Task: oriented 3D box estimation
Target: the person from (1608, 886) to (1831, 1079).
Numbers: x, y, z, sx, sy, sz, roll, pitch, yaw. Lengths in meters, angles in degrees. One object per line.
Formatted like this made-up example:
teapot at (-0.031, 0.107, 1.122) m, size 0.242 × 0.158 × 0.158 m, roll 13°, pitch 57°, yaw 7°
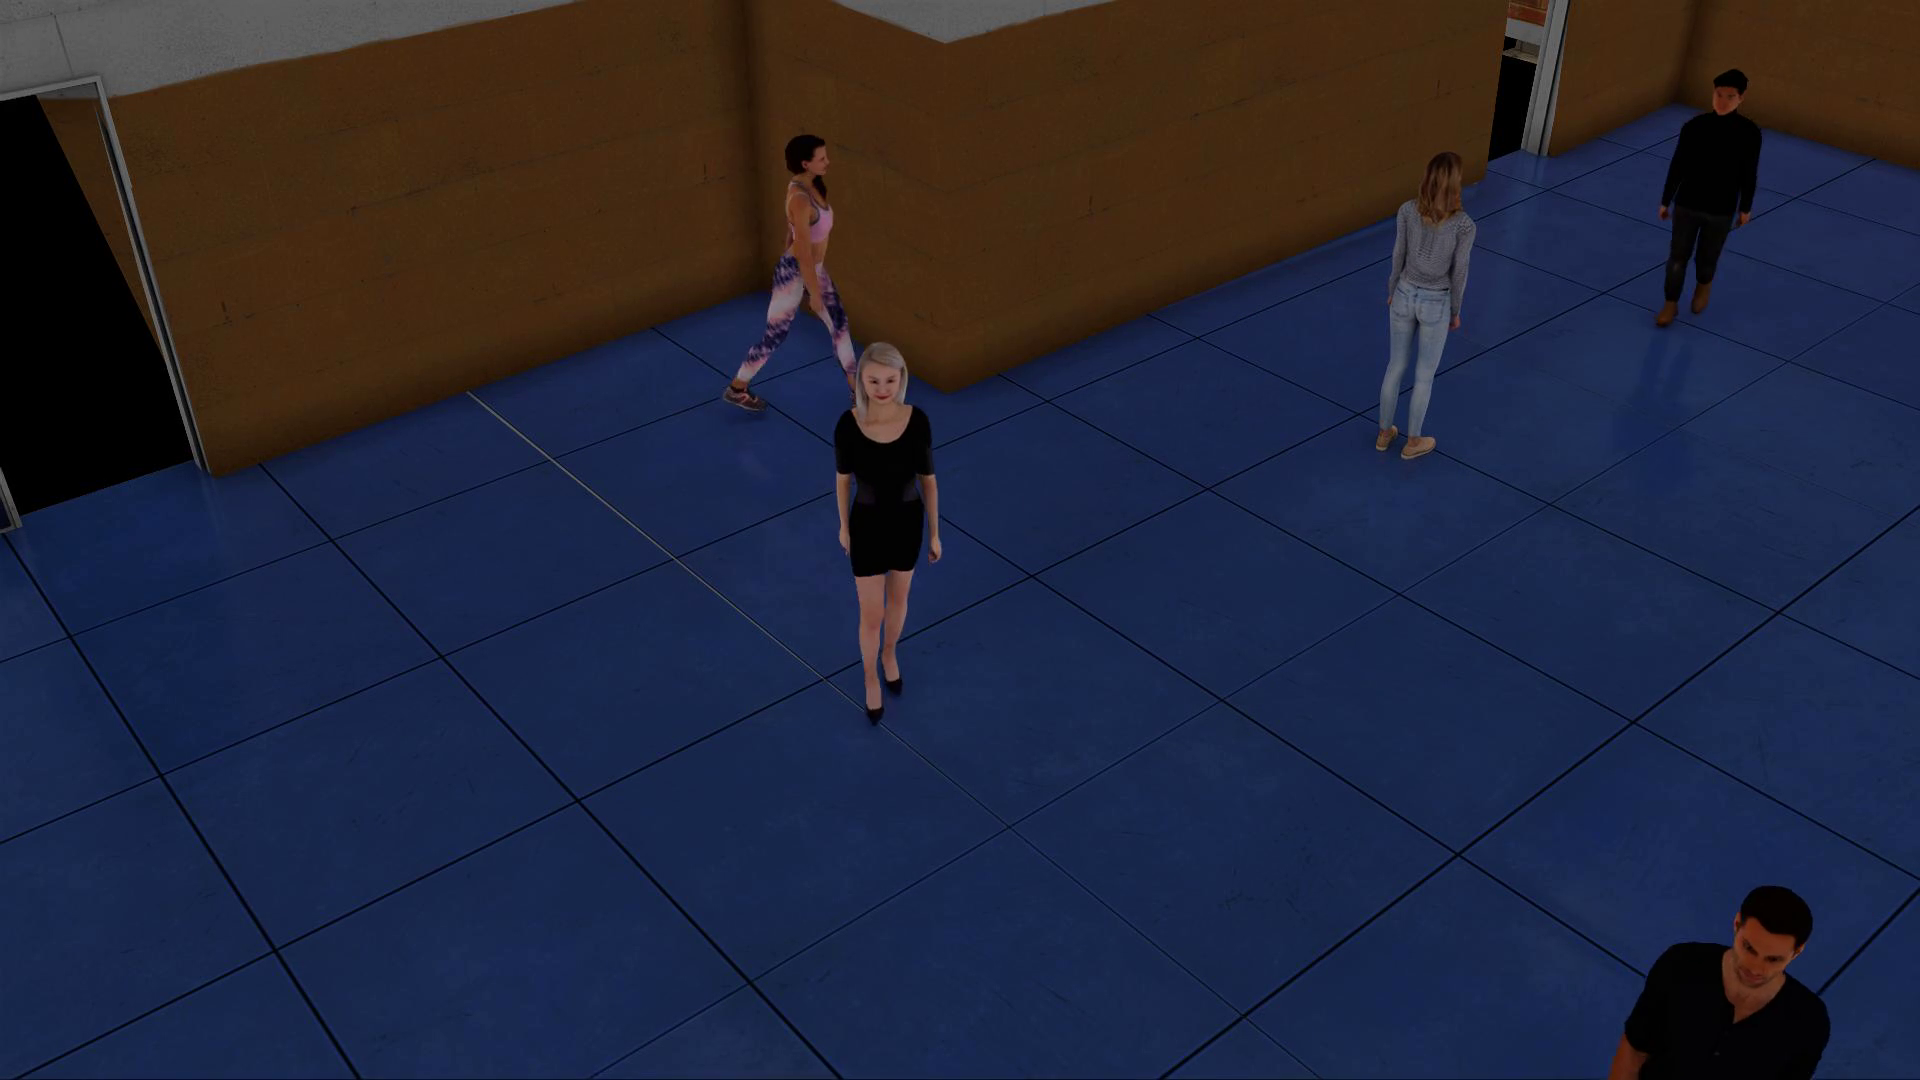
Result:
person at (2.118, 1.626, 4.804) m, size 0.978 × 1.841 × 0.861 m, roll 21°, pitch 39°, yaw 28°

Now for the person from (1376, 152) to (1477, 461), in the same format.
person at (2.573, -1.298, 9.264) m, size 0.496 × 1.795 × 0.685 m, roll 24°, pitch 40°, yaw 31°

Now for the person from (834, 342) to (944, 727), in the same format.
person at (-0.343, -0.087, 7.424) m, size 0.722 × 1.817 × 0.808 m, roll -9°, pitch 35°, yaw -13°

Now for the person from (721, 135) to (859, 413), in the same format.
person at (-0.995, -1.472, 9.600) m, size 1.220 × 1.712 × 1.203 m, roll 1°, pitch 34°, yaw 1°

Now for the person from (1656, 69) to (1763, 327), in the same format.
person at (4.824, -2.201, 10.700) m, size 0.751 × 1.708 × 0.837 m, roll 25°, pitch 41°, yaw 32°
